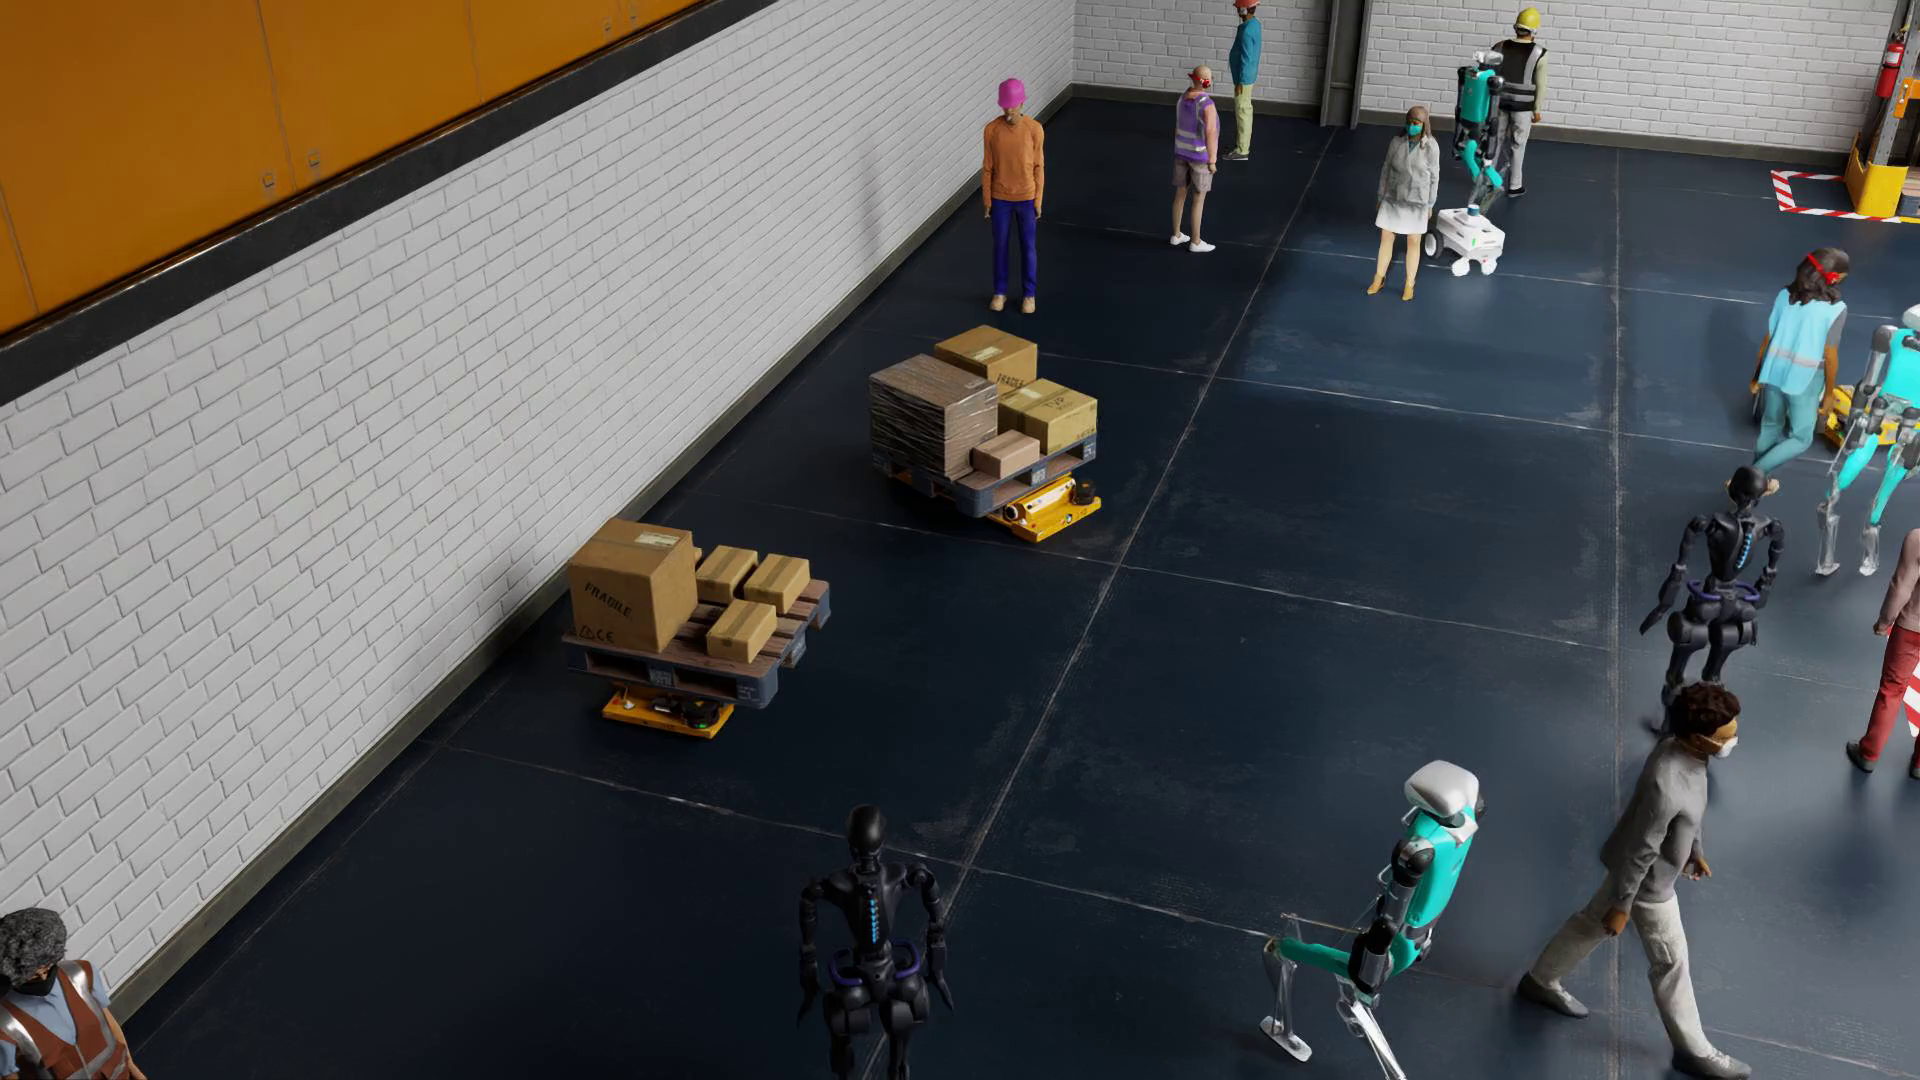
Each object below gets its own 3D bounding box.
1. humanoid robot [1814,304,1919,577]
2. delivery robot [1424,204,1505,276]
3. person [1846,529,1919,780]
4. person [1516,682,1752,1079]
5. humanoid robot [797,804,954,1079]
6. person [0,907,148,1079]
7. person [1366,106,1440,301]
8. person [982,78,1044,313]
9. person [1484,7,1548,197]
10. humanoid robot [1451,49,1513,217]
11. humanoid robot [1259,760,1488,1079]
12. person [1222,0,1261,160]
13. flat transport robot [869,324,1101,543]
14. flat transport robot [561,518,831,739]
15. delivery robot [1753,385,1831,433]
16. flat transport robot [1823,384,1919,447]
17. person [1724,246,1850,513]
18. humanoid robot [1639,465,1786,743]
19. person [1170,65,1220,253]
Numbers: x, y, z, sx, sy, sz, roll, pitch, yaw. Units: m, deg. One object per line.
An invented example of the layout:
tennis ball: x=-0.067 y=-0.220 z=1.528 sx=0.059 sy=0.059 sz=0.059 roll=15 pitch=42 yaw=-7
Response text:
humanoid robot: x=5.500 y=-0.507 z=10.044 sx=0.775 sy=1.778 sz=0.530 roll=-24 pitch=38 yaw=-35
delivery robot: x=4.564 y=-2.727 z=14.994 sx=0.514 sy=0.606 sz=0.777 roll=-7 pitch=31 yaw=-12
person: x=4.922 y=0.434 z=8.417 sx=0.523 sy=1.760 sz=0.324 roll=9 pitch=32 yaw=16
person: x=2.864 y=1.354 z=6.763 sx=0.980 sy=1.840 sz=0.561 roll=16 pitch=34 yaw=25
humanoid robot: x=-0.334 y=1.681 z=6.387 sx=0.610 sy=1.638 sz=0.557 roll=-6 pitch=31 yaw=-10
person: x=-3.114 y=1.971 z=5.878 sx=0.305 sy=1.680 sz=0.428 roll=16 pitch=34 yaw=26
person: x=3.770 y=-2.843 z=14.086 sx=0.497 sy=1.659 sz=0.337 roll=16 pitch=34 yaw=25
person: x=0.434 y=-2.849 z=13.799 sx=0.515 sy=1.973 sz=0.401 roll=4 pitch=31 yaw=6
person: x=5.473 y=-4.315 z=16.422 sx=0.588 sy=1.834 sz=0.404 roll=22 pitch=37 yaw=33
humanoid robot: x=4.878 y=-3.625 z=15.384 sx=0.643 sy=1.843 sz=0.539 roll=-13 pitch=33 yaw=-22
humanoid robot: x=1.560 y=1.528 z=6.622 sx=1.024 sy=1.766 sz=0.543 roll=25 pitch=39 yaw=36
person: x=2.962 y=-4.886 z=17.473 sx=0.335 sy=1.747 sz=0.571 roll=8 pitch=31 yaw=13
flat transport robot: x=0.203 y=-0.410 z=11.323 sx=1.431 sy=0.231 sz=0.659 roll=26 pitch=39 yaw=37
flat transport robot: x=-1.437 y=0.618 z=9.574 sx=0.659 sy=0.231 sz=1.431 roll=9 pitch=32 yaw=15
delivery robot: x=6.209 y=-1.177 z=12.331 sx=0.499 sy=0.580 sz=0.757 roll=13 pitch=33 yaw=21
flat transport robot: x=6.994 y=-0.906 z=12.166 sx=1.431 sy=0.231 sz=0.659 roll=-1 pitch=30 yaw=-2
person: x=5.364 y=-0.998 z=10.764 sx=0.682 sy=1.854 sz=0.564 roll=-16 pitch=34 yaw=-25
humanoid robot: x=3.873 y=0.412 z=8.538 sx=0.604 sy=1.644 sz=0.481 roll=-1 pitch=30 yaw=-1
person: x=2.127 y=-3.453 z=15.092 sx=0.345 sy=1.694 sz=0.483 roll=-21 pitch=36 yaw=-31
